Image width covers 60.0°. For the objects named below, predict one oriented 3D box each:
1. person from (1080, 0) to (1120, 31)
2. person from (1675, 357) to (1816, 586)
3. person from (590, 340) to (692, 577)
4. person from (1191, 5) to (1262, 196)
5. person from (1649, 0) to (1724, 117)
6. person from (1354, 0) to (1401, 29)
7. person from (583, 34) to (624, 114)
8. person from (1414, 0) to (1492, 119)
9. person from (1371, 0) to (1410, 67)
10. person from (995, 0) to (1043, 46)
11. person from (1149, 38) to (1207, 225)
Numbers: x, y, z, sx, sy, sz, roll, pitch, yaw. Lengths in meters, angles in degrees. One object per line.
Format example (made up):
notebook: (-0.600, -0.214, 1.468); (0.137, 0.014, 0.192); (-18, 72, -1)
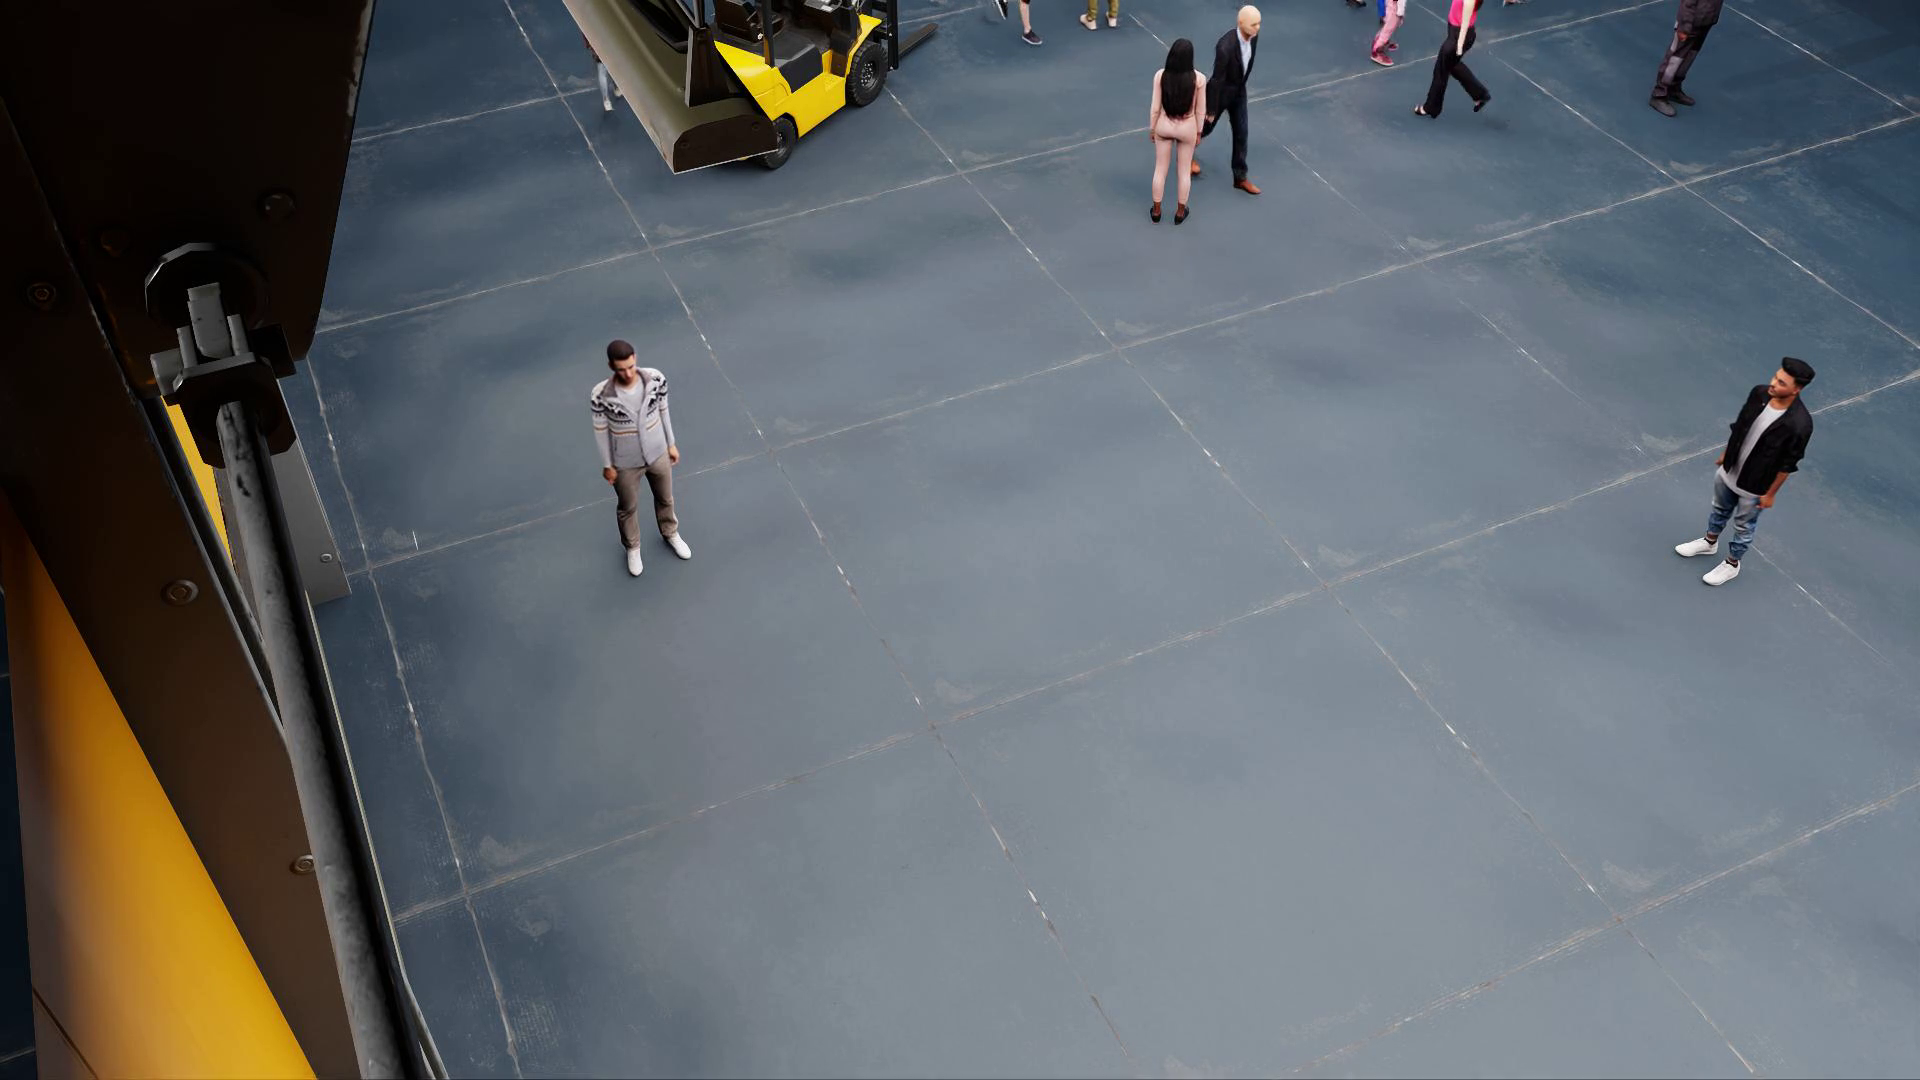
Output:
person: (1.470, -6.145, 17.059); (0.719, 1.809, 0.629); (-10, 44, -10)
person: (5.313, -0.483, 11.113); (0.780, 1.812, 0.565); (-12, 45, -13)
person: (-2.164, -0.597, 11.198); (0.698, 1.861, 0.573); (-21, 48, -21)
person: (2.324, -3.985, 14.841); (0.896, 1.742, 1.224); (-29, 51, -27)
person: (6.994, -4.996, 15.844); (0.764, 1.822, 0.716); (-32, 52, -29)
person: (4.328, -6.255, 17.281); (0.842, 1.662, 1.129); (-31, 52, -28)
person: (-3.416, -4.723, 15.942); (0.721, 1.291, 0.953); (-4, 44, -5)
person: (4.770, -4.702, 15.665); (1.000, 1.642, 0.906); (17, 46, 18)
person: (4.339, -5.449, 16.606); (0.787, 1.426, 0.740); (7, 44, 7)
person: (0.598, -5.944, 16.876); (0.806, 1.770, 1.013); (-34, 53, -31)
person: (1.862, -3.521, 14.369); (0.699, 1.720, 0.729); (9, 44, 9)
